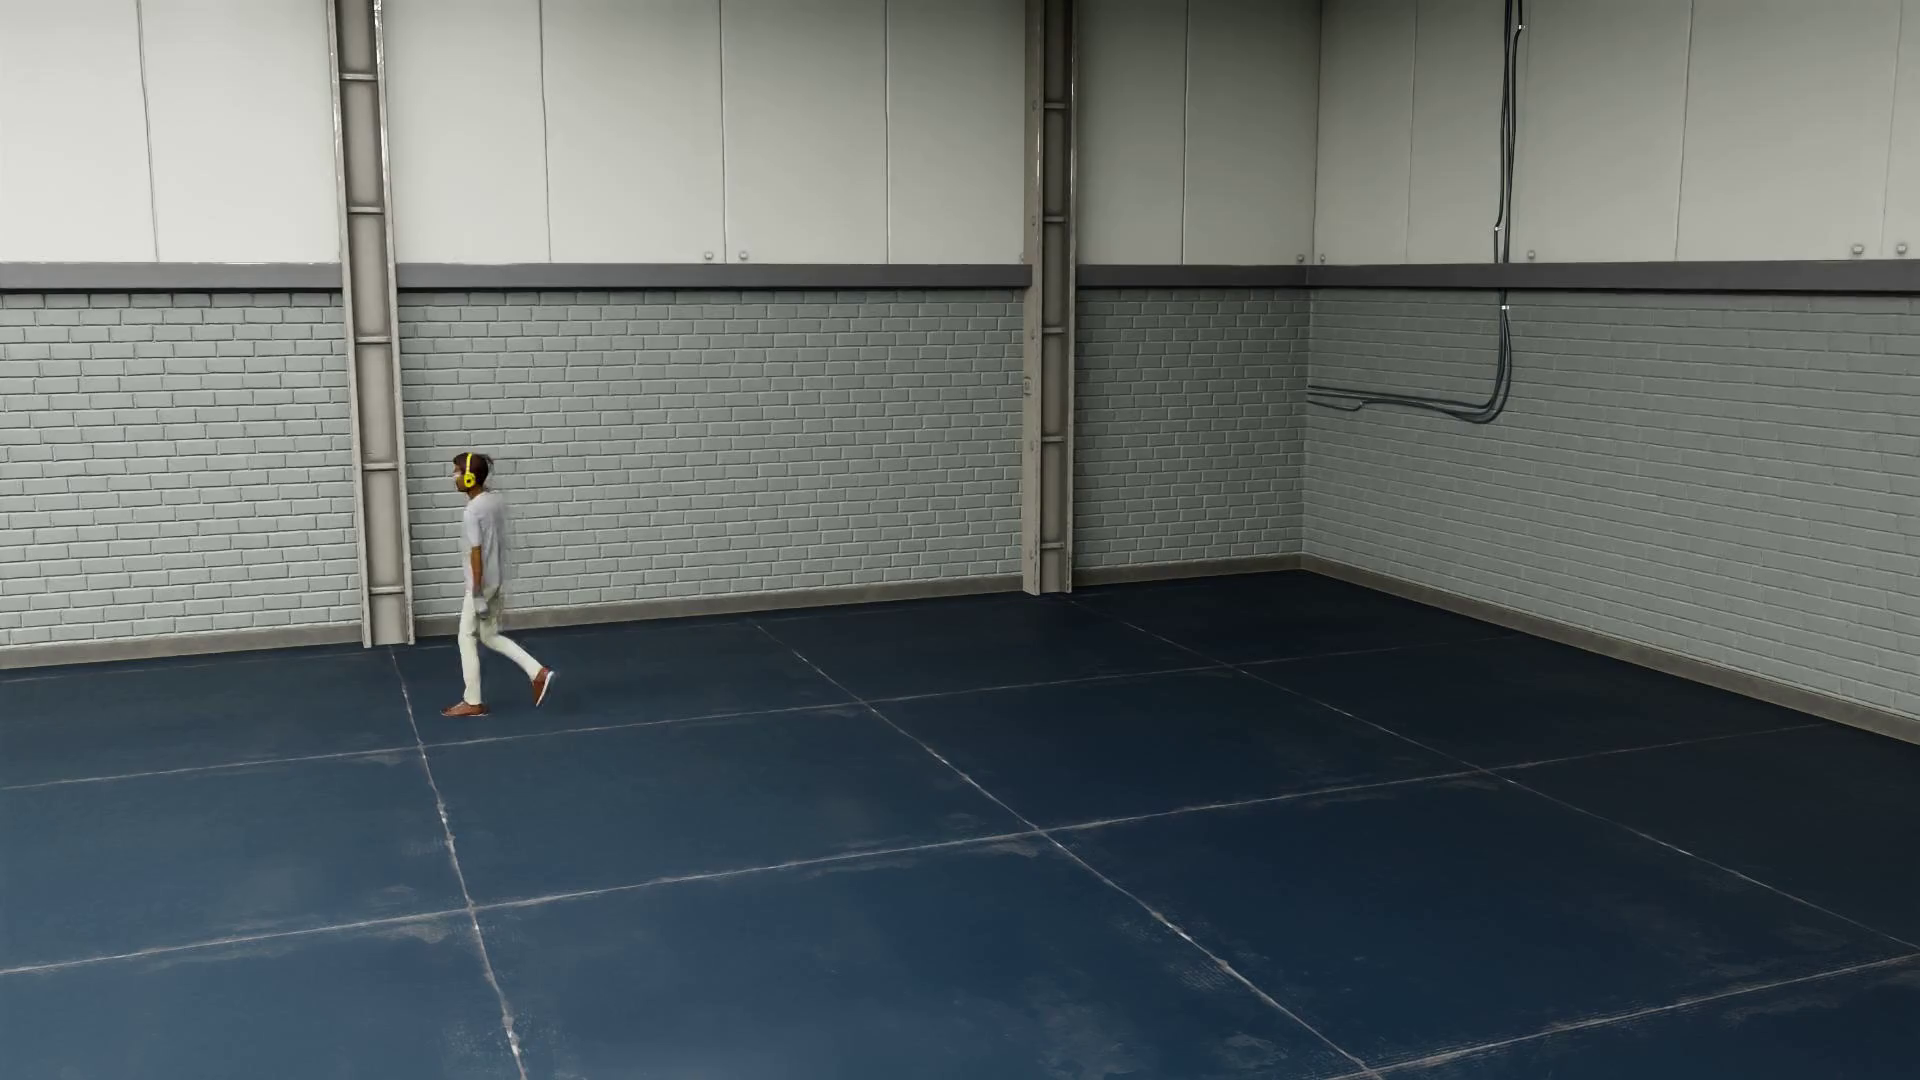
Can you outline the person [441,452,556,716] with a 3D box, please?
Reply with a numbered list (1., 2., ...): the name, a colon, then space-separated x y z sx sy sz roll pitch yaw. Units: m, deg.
1. person: -3.198 0.309 11.387 0.695 1.848 0.523 1 9 8
